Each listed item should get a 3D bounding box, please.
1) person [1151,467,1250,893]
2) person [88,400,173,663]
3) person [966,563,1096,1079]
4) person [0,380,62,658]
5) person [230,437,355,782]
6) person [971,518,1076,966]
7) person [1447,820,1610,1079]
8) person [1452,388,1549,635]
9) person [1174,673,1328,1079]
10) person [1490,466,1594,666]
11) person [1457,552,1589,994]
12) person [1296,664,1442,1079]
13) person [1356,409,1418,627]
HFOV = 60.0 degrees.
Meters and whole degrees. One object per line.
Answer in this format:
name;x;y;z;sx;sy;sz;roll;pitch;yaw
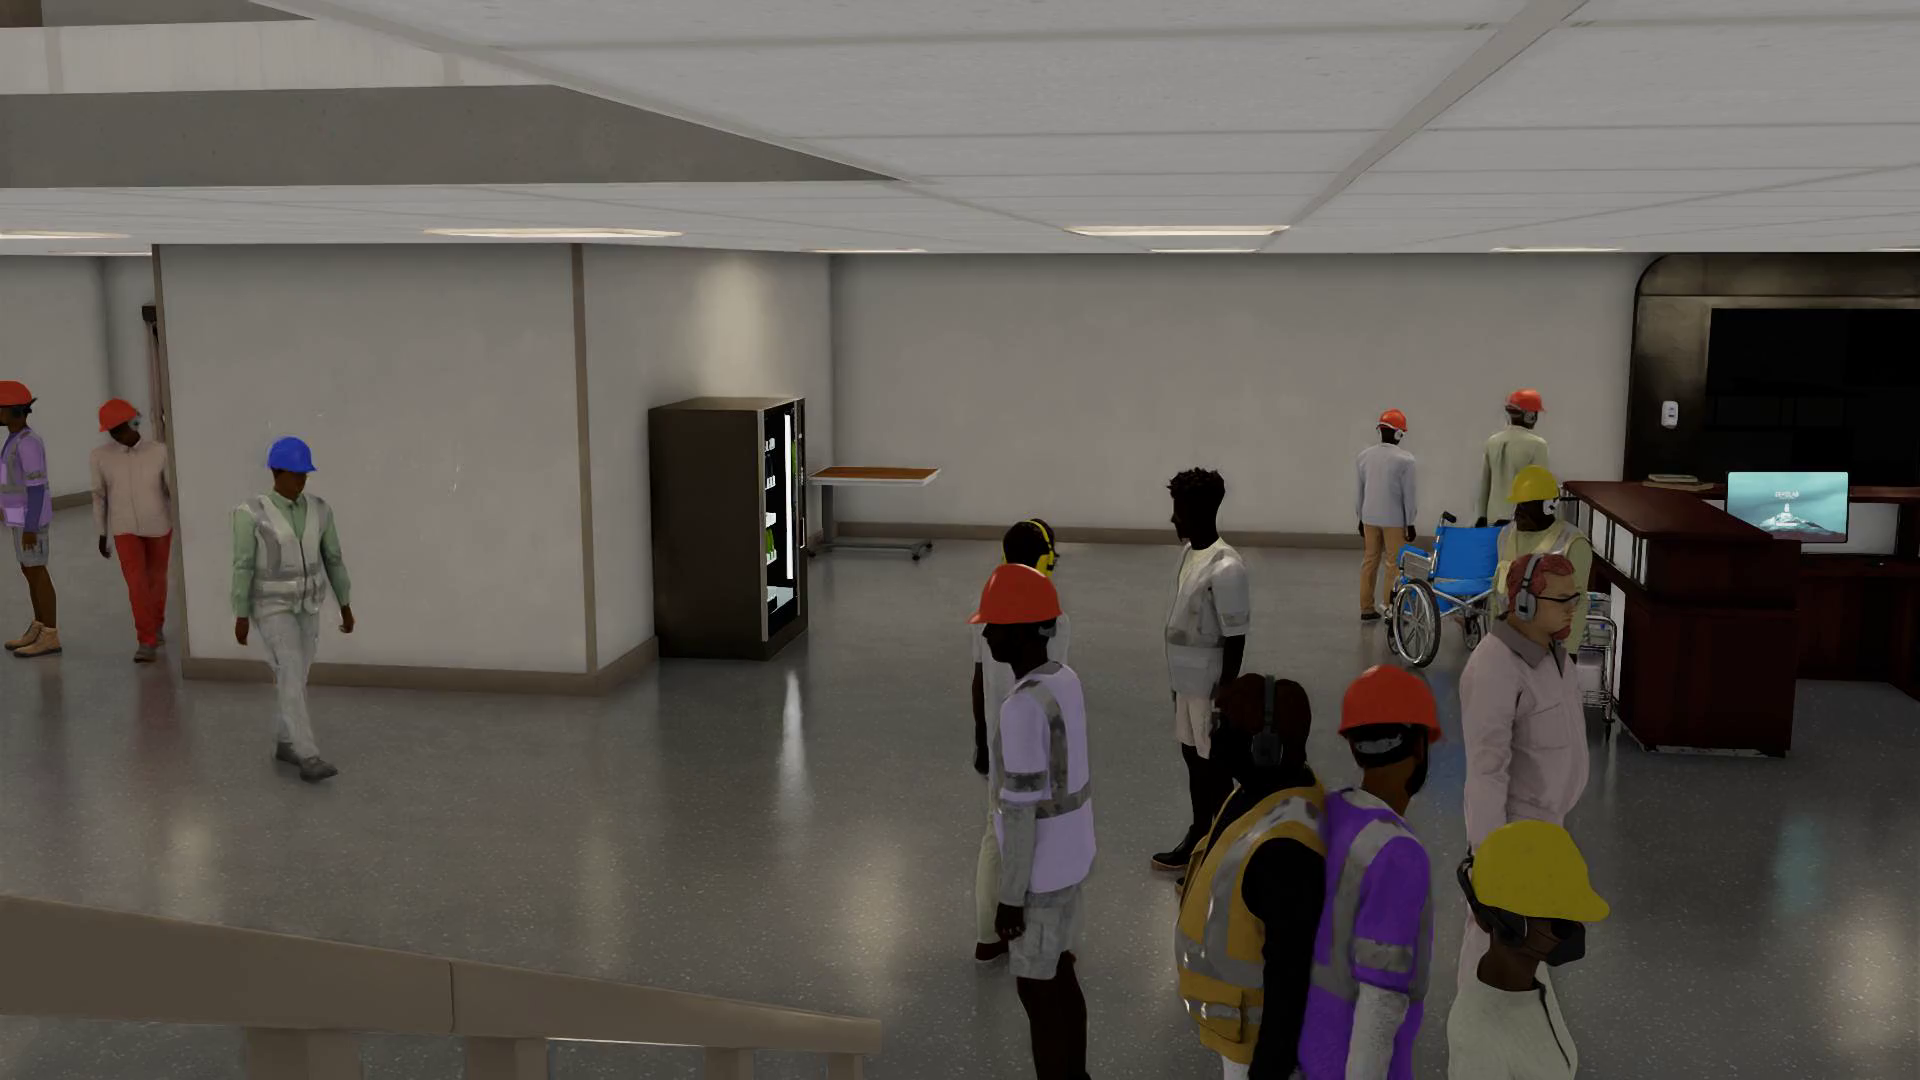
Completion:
person;1.109;0.639;7.632;0.366;1.962;0.614;-2;9;-12
person;-6.040;-0.087;12.291;0.649;1.914;1.047;-4;10;-25
person;0.223;1.030;5.372;0.419;1.926;0.541;3;10;17
person;-6.924;-0.156;12.293;0.377;2.045;0.605;-7;12;-37
person;-3.683;0.384;9.346;0.864;1.910;0.628;6;11;31
person;0.261;0.841;6.723;0.513;1.860;0.318;8;12;42
person;1.120;1.423;3.409;0.315;1.769;0.525;4;10;25
person;4.262;-0.214;12.966;1.005;1.950;0.598;-3;10;-21
person;0.765;1.243;4.295;0.430;1.845;0.619;1;9;6
person;3.074;0.507;8.908;0.409;1.823;0.598;-5;11;-30
person;1.956;0.977;5.767;0.399;1.901;0.648;7;12;37
person;0.971;1.269;4.002;0.481;1.888;0.713;-1;9;-4
person;3.443;-0.183;13.382;0.354;1.743;0.565;-7;12;-39
